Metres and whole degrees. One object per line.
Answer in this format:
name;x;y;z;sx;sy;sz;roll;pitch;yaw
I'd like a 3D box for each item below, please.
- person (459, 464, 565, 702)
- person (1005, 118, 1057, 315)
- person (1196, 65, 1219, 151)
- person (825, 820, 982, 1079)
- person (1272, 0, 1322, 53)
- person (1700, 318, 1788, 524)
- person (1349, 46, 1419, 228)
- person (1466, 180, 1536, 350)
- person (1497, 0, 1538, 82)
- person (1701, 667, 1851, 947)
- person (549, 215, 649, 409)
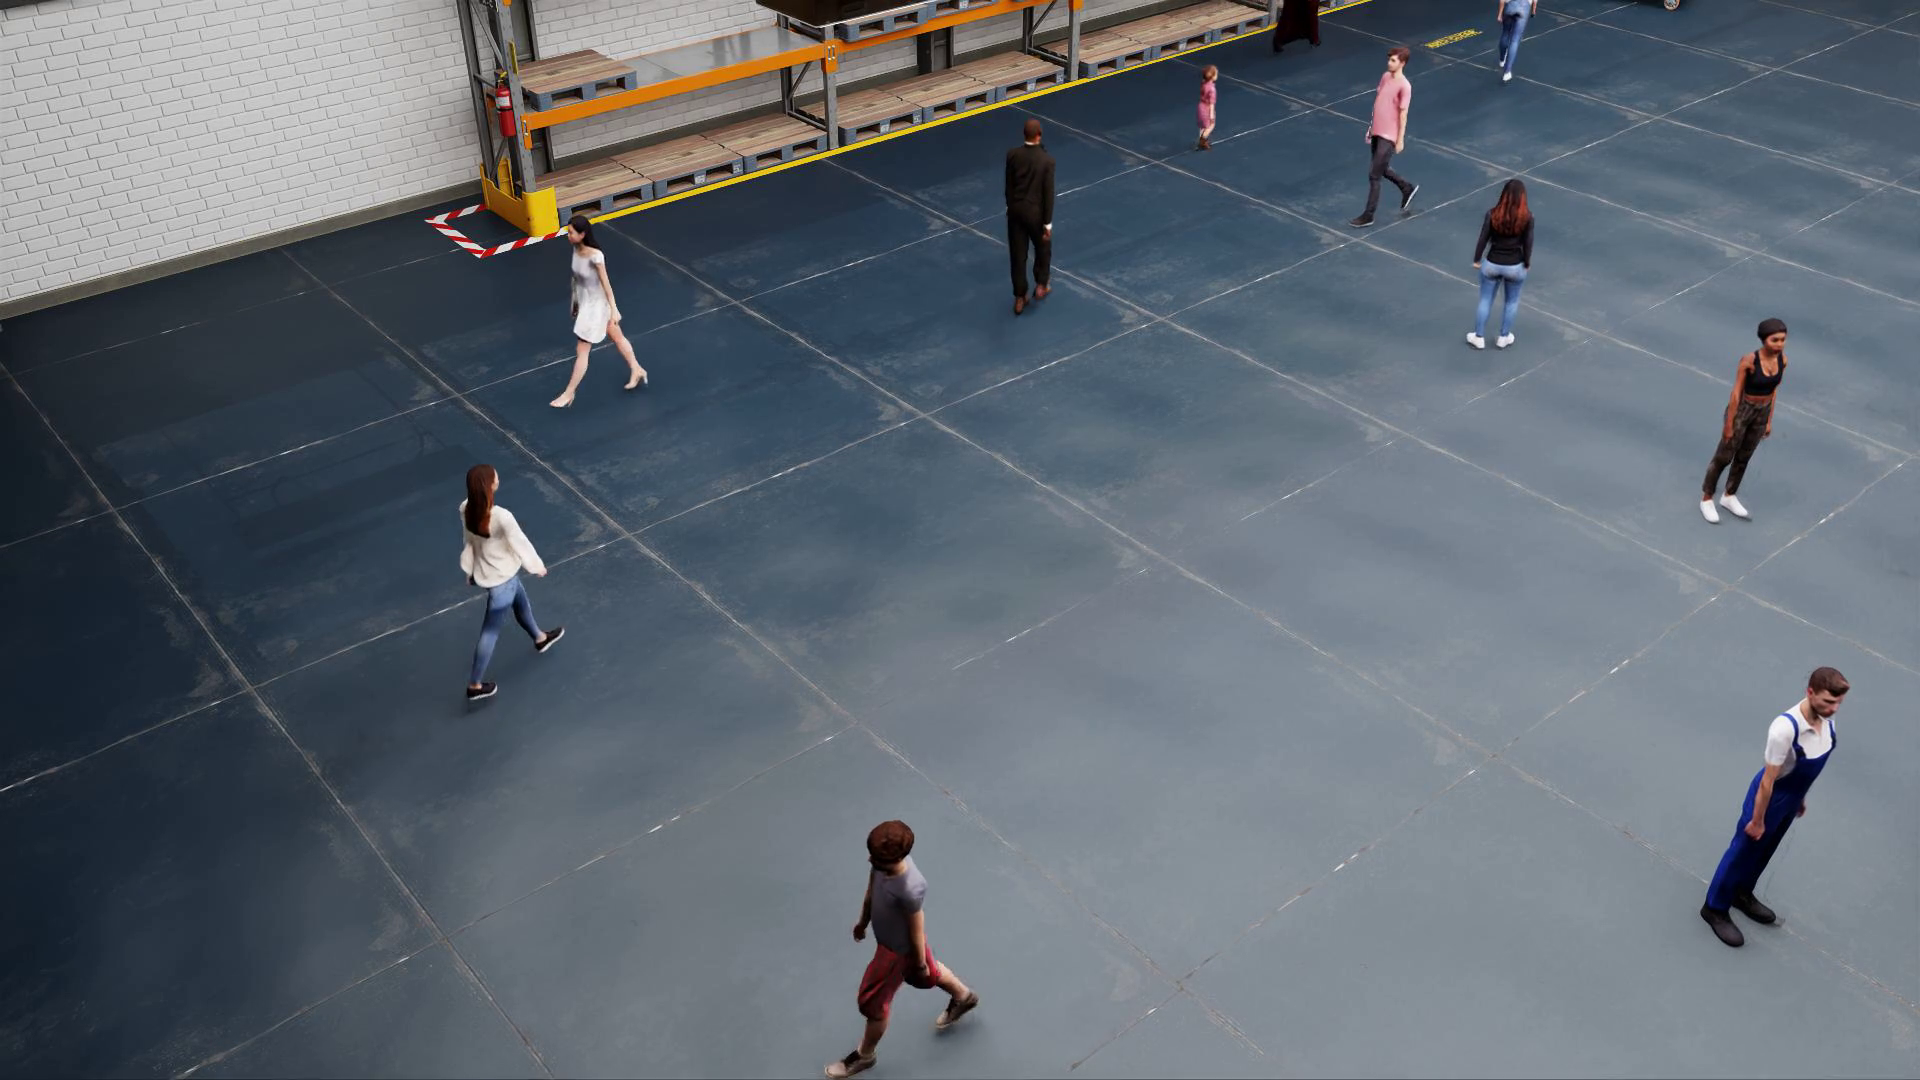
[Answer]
person;-3.140;0.318;11.091;0.752;1.644;1.196;23;40;31
person;0.631;-3.084;15.990;0.941;1.885;1.029;9;35;13
person;2.918;-5.162;19.900;0.495;1.018;0.486;-13;36;-18
person;-0.235;2.035;8.532;1.211;1.616;0.827;-13;36;-18
person;4.604;-7.490;22.774;1.067;1.713;0.705;-22;39;-29
person;6.127;-0.954;12.951;0.607;1.702;0.715;-8;34;-12
person;4.649;-4.335;17.827;1.187;1.935;0.896;-11;35;-17
person;5.024;-2.535;15.393;0.760;1.631;0.762;11;35;16
person;7.329;-6.900;21.923;0.956;1.672;1.230;14;36;20
person;4.541;1.430;9.232;0.554;1.848;0.717;-19;38;-26
person;-3.084;-2.012;14.526;1.194;1.721;0.661;-23;40;-30
